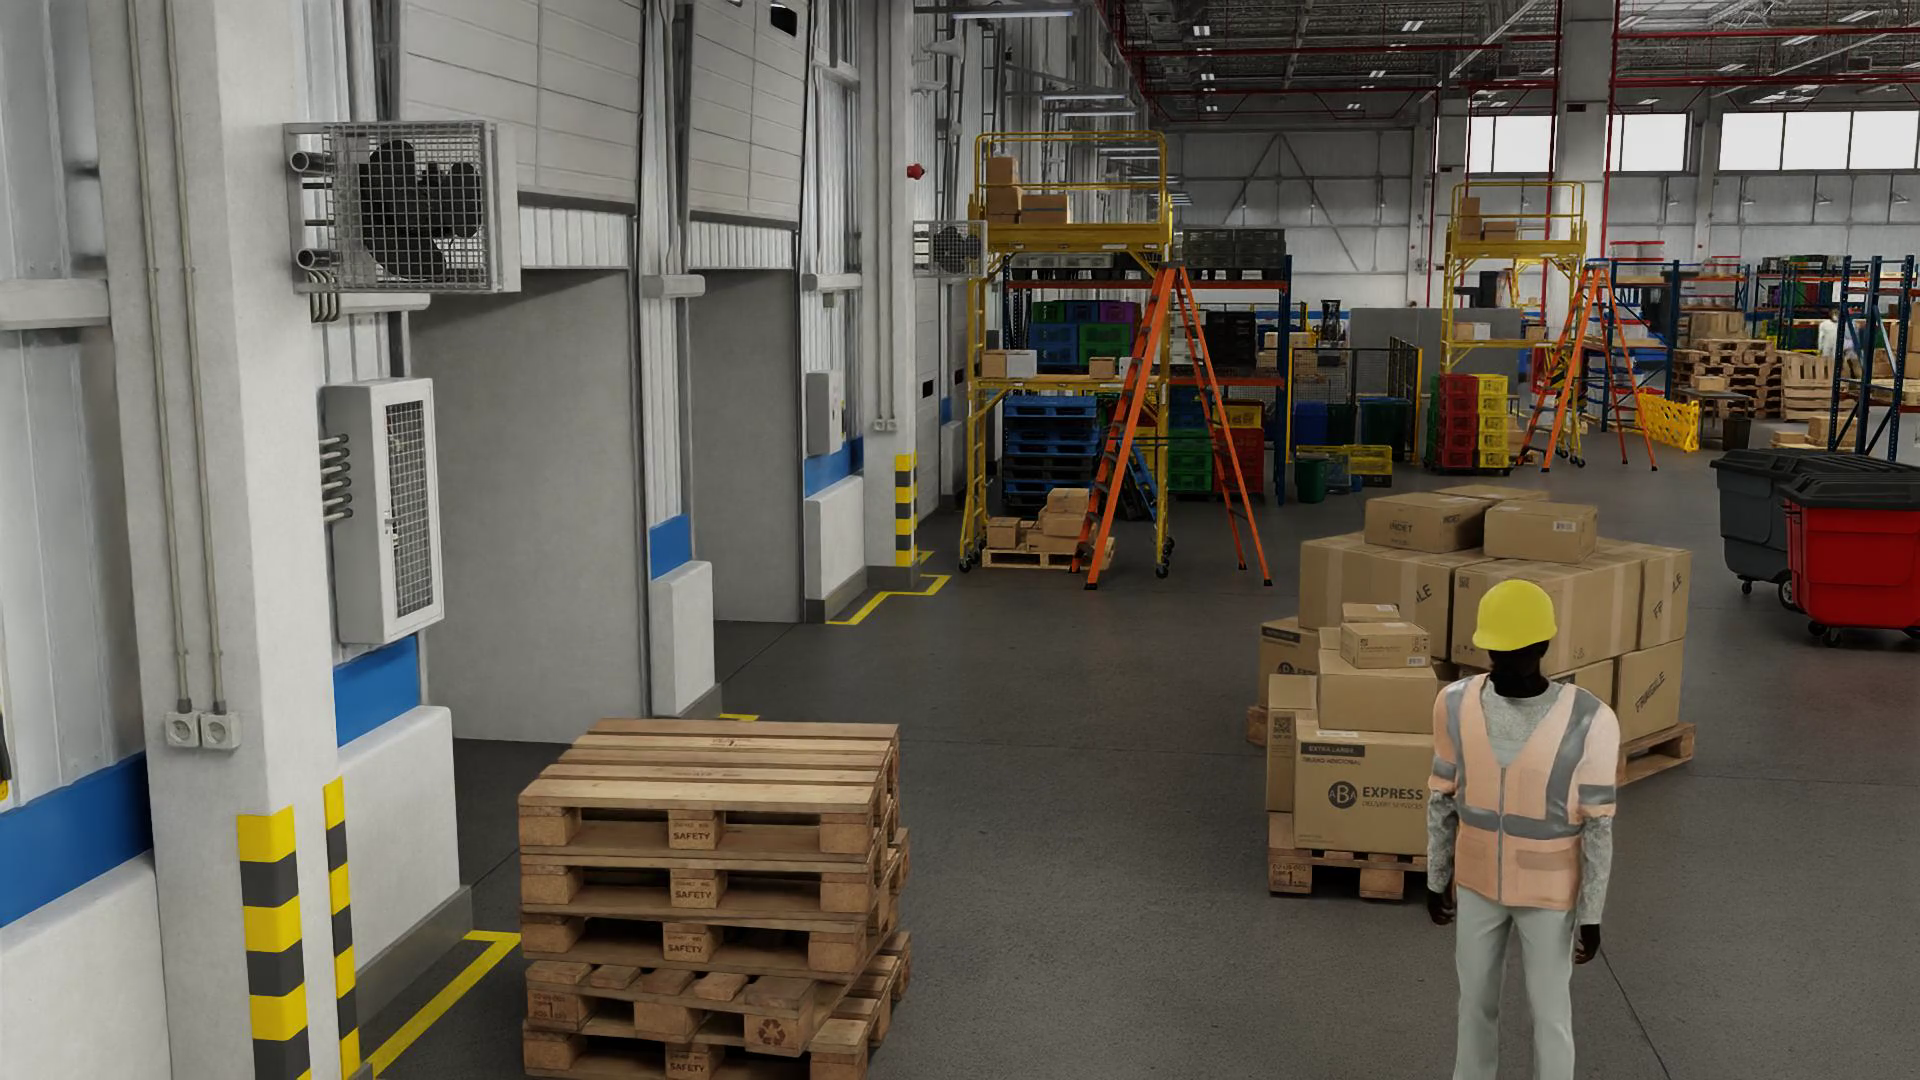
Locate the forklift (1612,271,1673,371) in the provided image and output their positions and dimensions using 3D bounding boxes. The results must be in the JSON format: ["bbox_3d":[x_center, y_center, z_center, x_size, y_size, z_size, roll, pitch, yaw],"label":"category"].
[{"bbox_3d":[19.589,-6.196,46.982,1.873,2.768,1.129,-3,10,-19],"label":"forklift"}]

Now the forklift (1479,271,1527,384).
[{"bbox_3d":[13.186,-5.328,41.628,1.873,2.768,1.129,1,9,9],"label":"forklift"}]

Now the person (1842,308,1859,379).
[{"bbox_3d":[22.398,-4.907,42.014,0.558,1.915,0.746,2,9,10],"label":"person"}]

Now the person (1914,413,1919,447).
[{"bbox_3d":[15.629,-2.348,26.761,0.319,1.739,0.484,9,13,44],"label":"person"}]

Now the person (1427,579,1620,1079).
[{"bbox_3d":[1.713,1.064,5.175,0.587,1.918,0.399,7,12,38],"label":"person"}]

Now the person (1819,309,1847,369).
[{"bbox_3d":[21.242,-4.657,40.495,0.628,1.896,0.908,3,10,19],"label":"person"}]

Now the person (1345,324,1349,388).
[{"bbox_3d":[9.477,-4.572,39.862,0.552,1.936,0.359,-6,11,-35],"label":"person"}]

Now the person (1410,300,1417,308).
[{"bbox_3d":[14.151,-6.568,52.239,0.663,1.918,0.486,-3,10,-16],"label":"person"}]

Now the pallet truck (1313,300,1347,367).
[{"bbox_3d":[11.159,-6.200,49.718,0.823,1.965,1.885,4,10,26],"label":"pallet truck"}]
